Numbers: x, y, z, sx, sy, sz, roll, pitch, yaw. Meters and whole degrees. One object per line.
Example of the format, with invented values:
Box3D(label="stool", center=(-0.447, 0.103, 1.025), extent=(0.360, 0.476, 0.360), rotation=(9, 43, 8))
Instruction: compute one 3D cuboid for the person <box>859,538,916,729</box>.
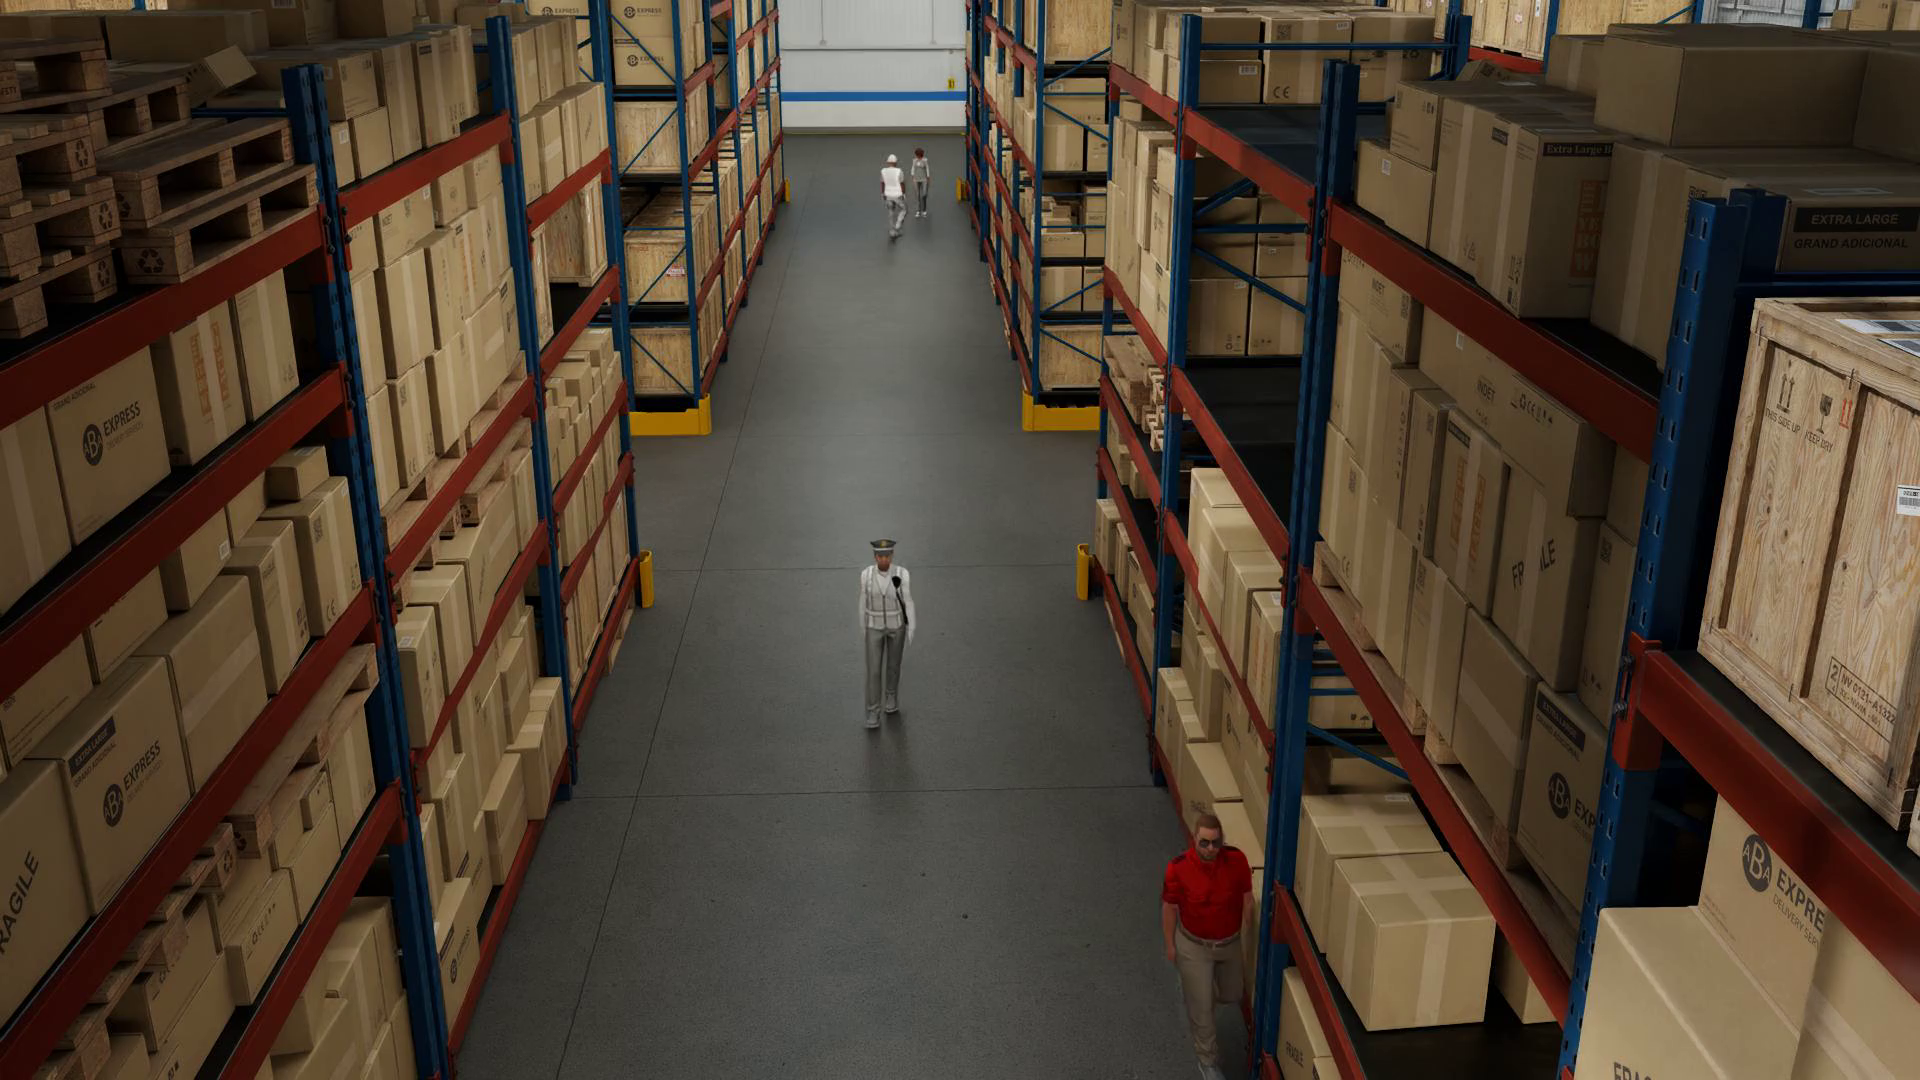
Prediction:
Box3D(label="person", center=(-0.627, 0.802, 14.448), extent=(0.499, 1.682, 0.751), rotation=(-1, 20, -2))

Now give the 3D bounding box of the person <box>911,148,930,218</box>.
Box3D(label="person", center=(-0.955, -8.473, 39.404), extent=(0.447, 1.611, 0.385), rotation=(4, 21, 12))

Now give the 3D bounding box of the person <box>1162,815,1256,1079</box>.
Box3D(label="person", center=(1.499, 2.413, 10.067), extent=(0.584, 1.719, 0.810), rotation=(-6, 21, -16))

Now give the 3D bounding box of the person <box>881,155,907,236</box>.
Box3D(label="person", center=(-1.461, -7.641, 36.877), extent=(0.569, 1.785, 0.461), rotation=(7, 21, 17))
